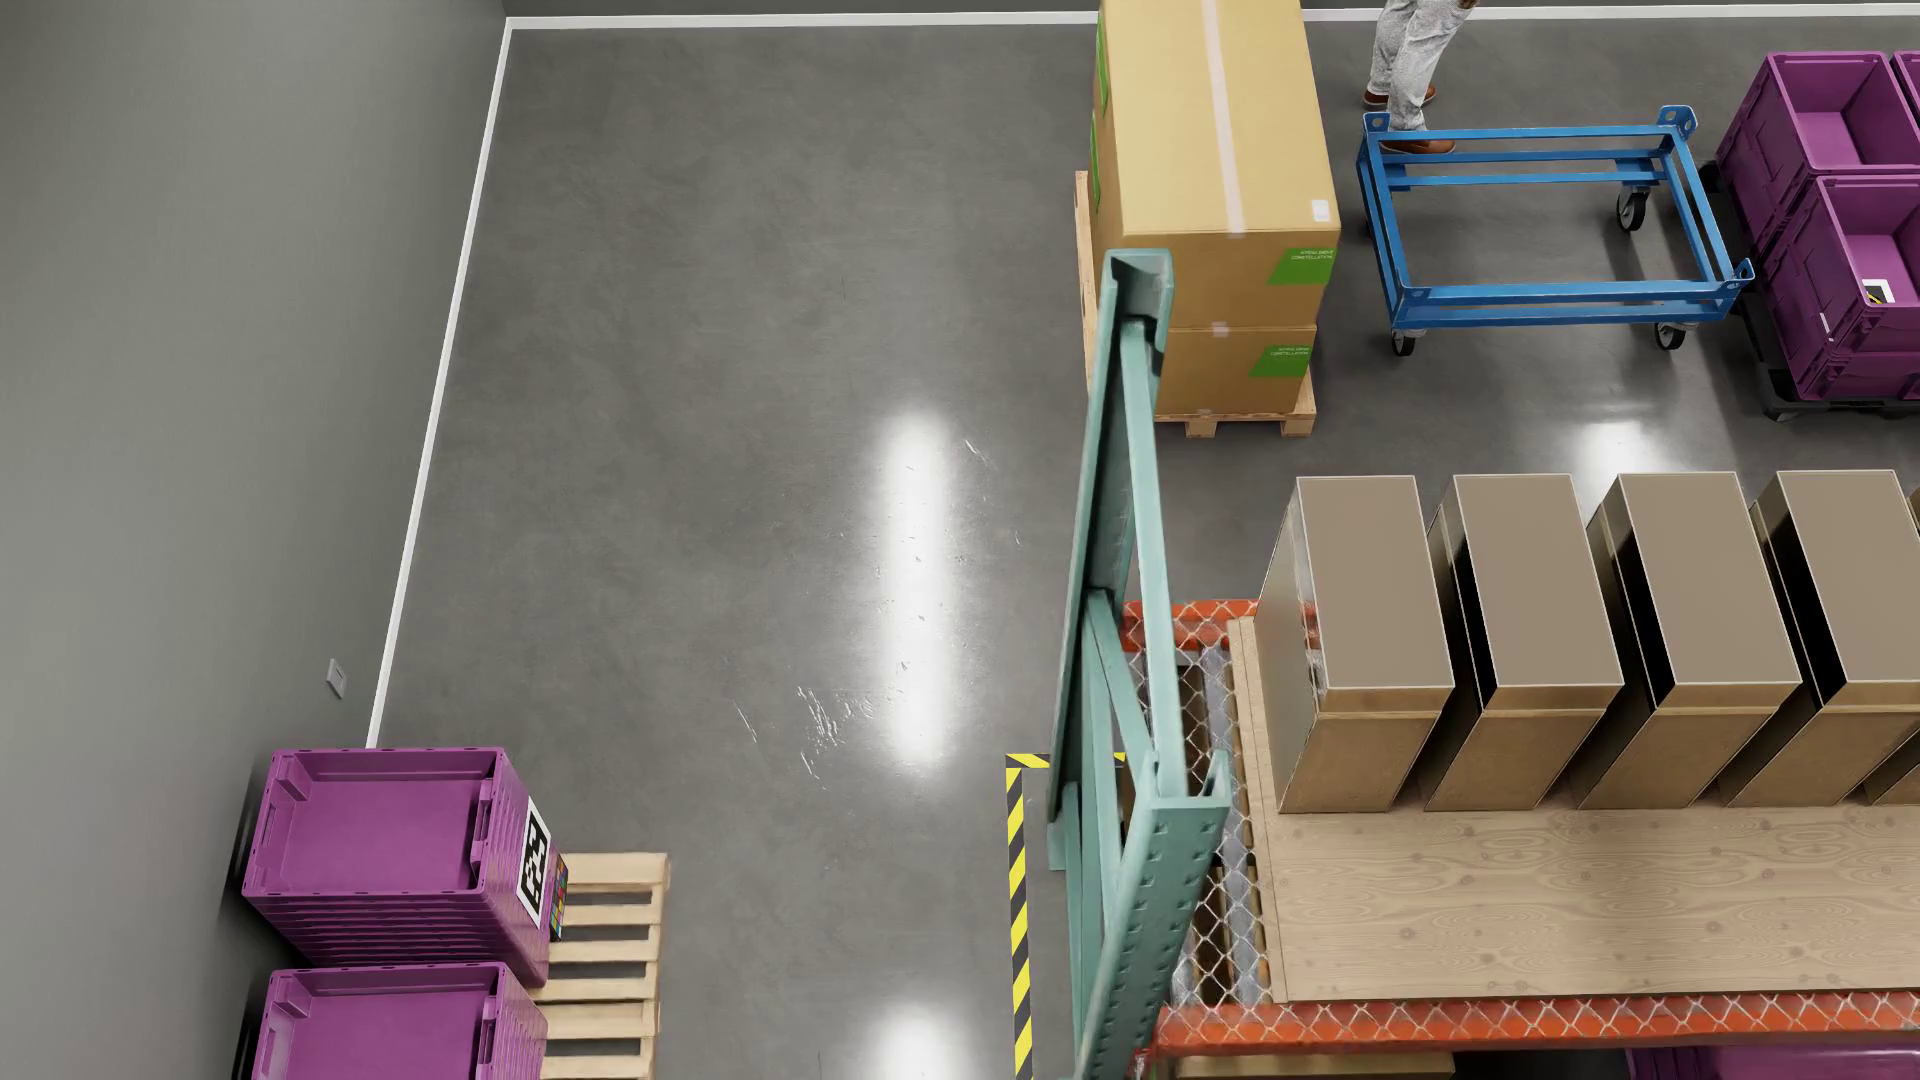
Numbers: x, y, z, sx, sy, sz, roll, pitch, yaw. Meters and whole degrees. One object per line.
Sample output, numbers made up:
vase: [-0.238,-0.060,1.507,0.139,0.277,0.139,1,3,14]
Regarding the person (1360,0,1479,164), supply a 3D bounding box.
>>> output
person: [1.820,-2.243,6.078,0.373,1.940,0.627,-3,58,-2]
